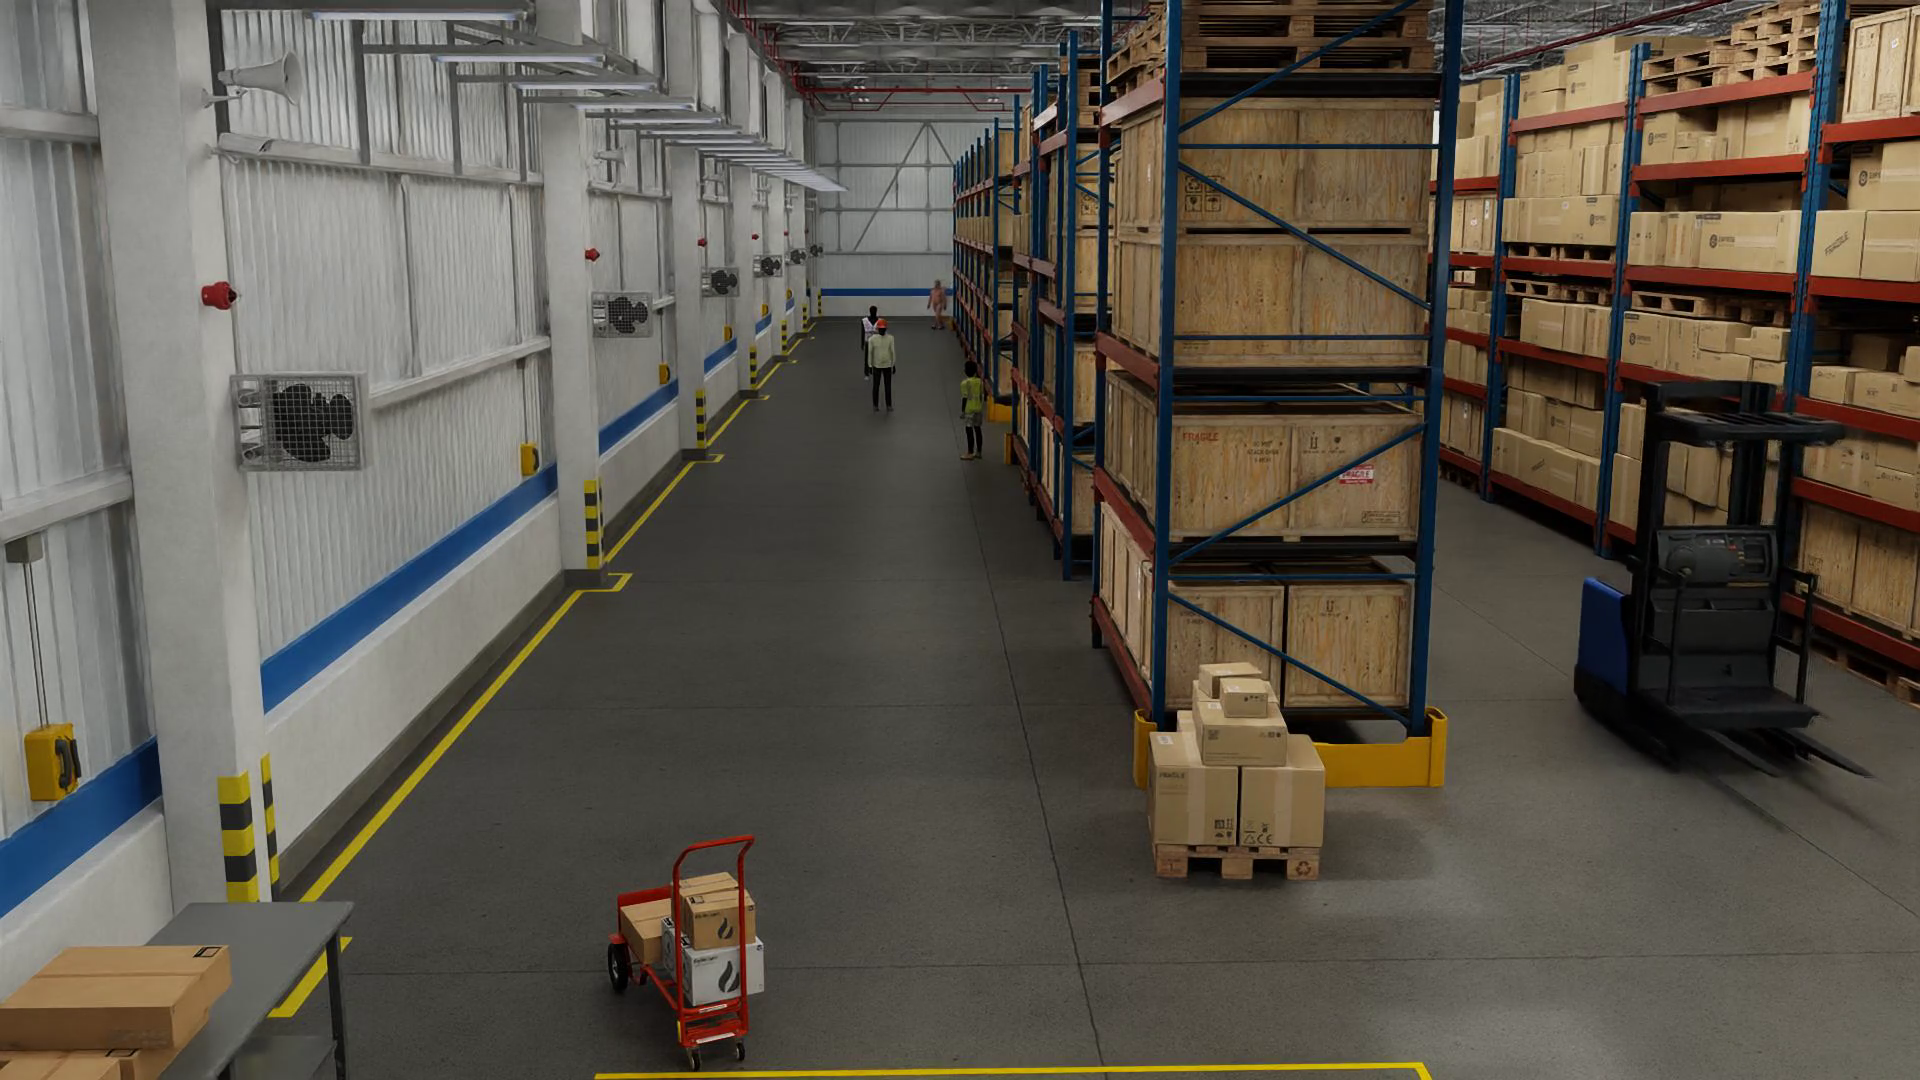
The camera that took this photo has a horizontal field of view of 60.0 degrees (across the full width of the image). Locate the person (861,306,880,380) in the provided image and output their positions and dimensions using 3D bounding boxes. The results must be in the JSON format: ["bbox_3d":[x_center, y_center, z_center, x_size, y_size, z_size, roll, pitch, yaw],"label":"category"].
[{"bbox_3d":[-2.245,-5.056,42.701,0.600,1.907,0.397,-2,11,-11],"label":"person"}]

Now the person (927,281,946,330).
[{"bbox_3d":[-0.834,-8.767,62.168,0.637,1.854,1.054,9,14,38],"label":"person"}]

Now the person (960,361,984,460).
[{"bbox_3d":[0.197,-2.210,28.432,0.322,1.697,0.533,9,14,40],"label":"person"}]

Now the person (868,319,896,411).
[{"bbox_3d":[-1.666,-3.754,35.723,0.618,1.986,0.407,-3,11,-16],"label":"person"}]

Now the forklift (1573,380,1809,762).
[{"bbox_3d":[5.793,0.135,13.146,1.129,2.768,1.873,0,11,-2],"label":"forklift"}]
